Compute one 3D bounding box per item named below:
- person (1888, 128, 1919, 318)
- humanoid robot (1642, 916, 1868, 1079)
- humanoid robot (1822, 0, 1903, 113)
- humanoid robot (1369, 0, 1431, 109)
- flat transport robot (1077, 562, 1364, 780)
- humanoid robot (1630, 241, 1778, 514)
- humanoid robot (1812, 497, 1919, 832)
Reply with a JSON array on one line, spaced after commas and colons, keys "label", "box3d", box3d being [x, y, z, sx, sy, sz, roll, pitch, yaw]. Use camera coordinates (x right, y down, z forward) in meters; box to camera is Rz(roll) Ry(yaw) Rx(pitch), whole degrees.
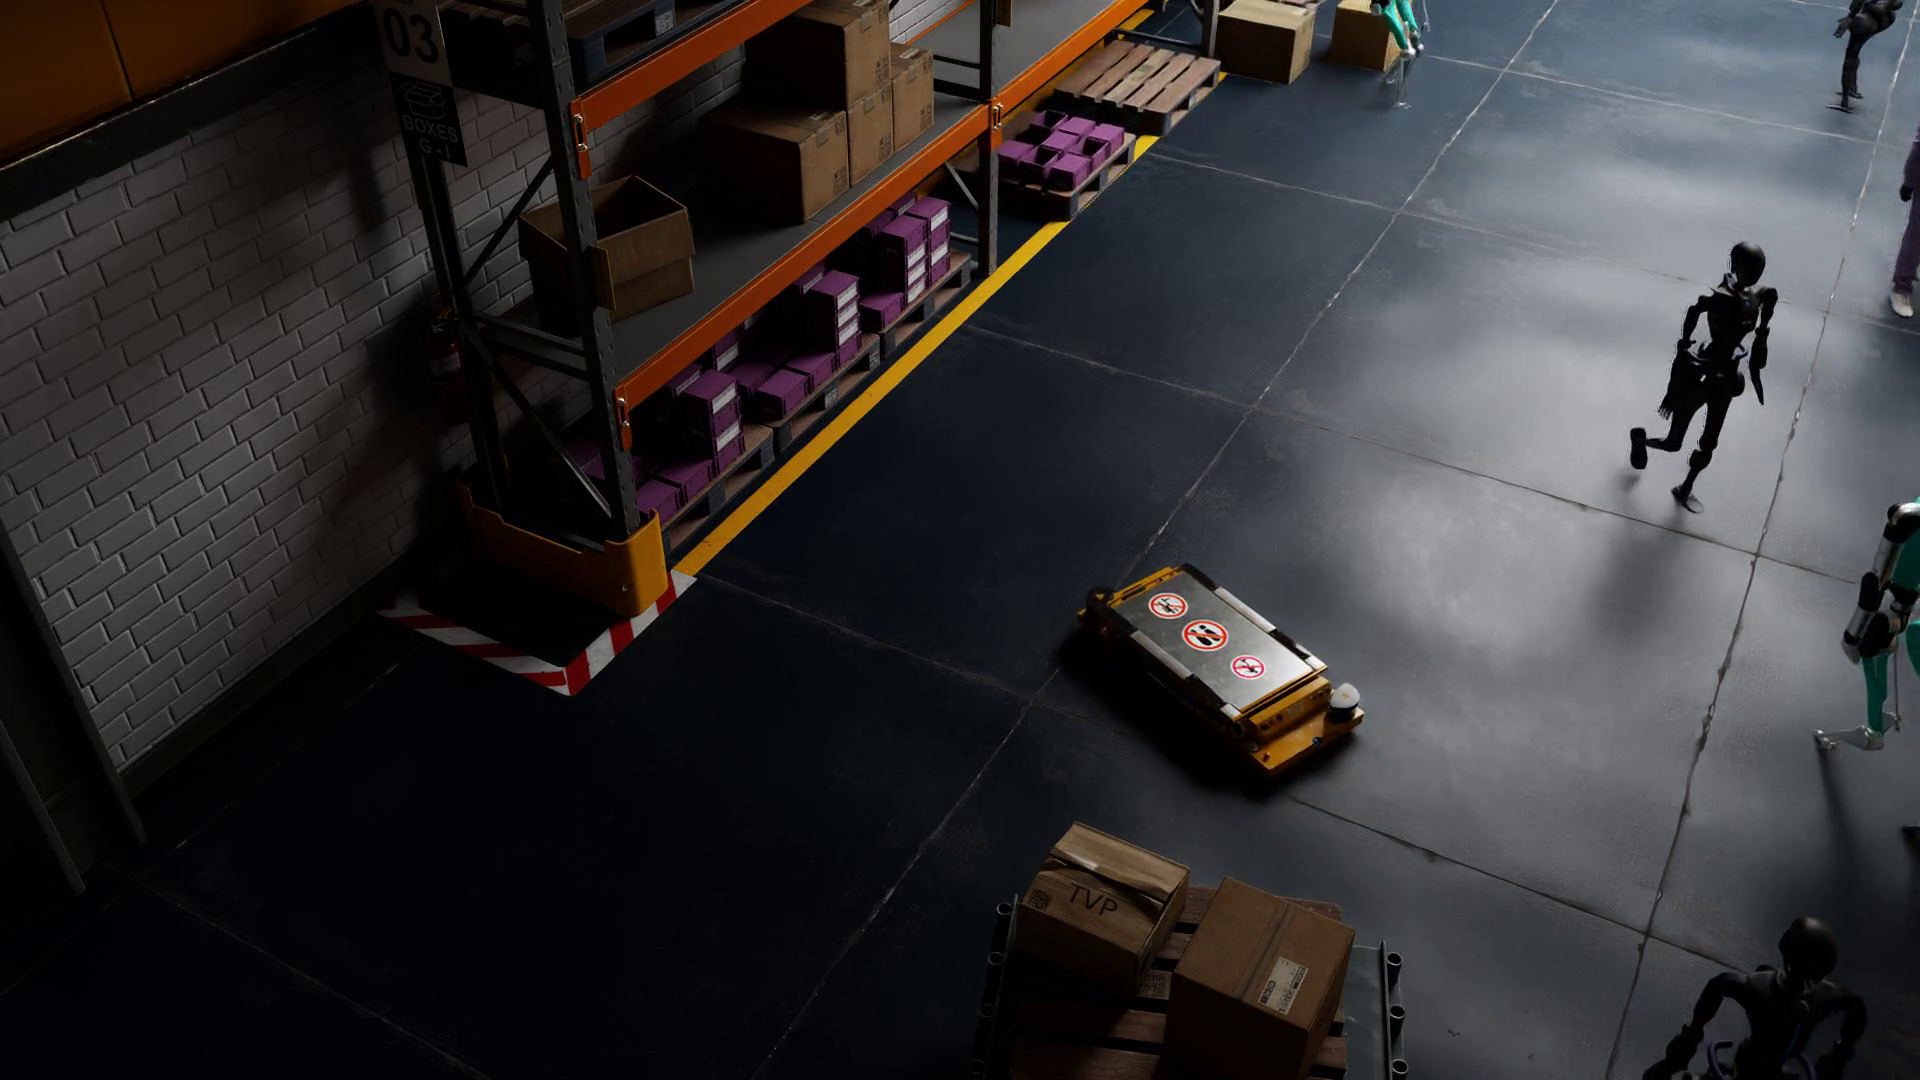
[{"label": "person", "box3d": [6.513, -2.407, 10.931, 0.657, 1.892, 0.523, 2, 39, 2]}, {"label": "humanoid robot", "box3d": [2.727, 1.849, 5.793, 0.593, 1.635, 0.657, 6, 39, 7]}, {"label": "humanoid robot", "box3d": [7.366, -4.277, 13.444, 0.612, 1.650, 0.324, -22, 44, -25]}, {"label": "humanoid robot", "box3d": [3.728, -4.417, 13.623, 0.530, 1.827, 0.799, -30, 47, -32]}, {"label": "flat transport robot", "box3d": [1.301, 0.607, 8.460, 0.659, 0.231, 1.431, -25, 45, -28]}, {"label": "humanoid robot", "box3d": [4.184, -0.958, 9.302, 0.601, 1.644, 0.546, -8, 39, -10]}, {"label": "humanoid robot", "box3d": [4.319, 0.579, 7.366, 0.530, 1.784, 1.018, -5, 39, -7]}]
